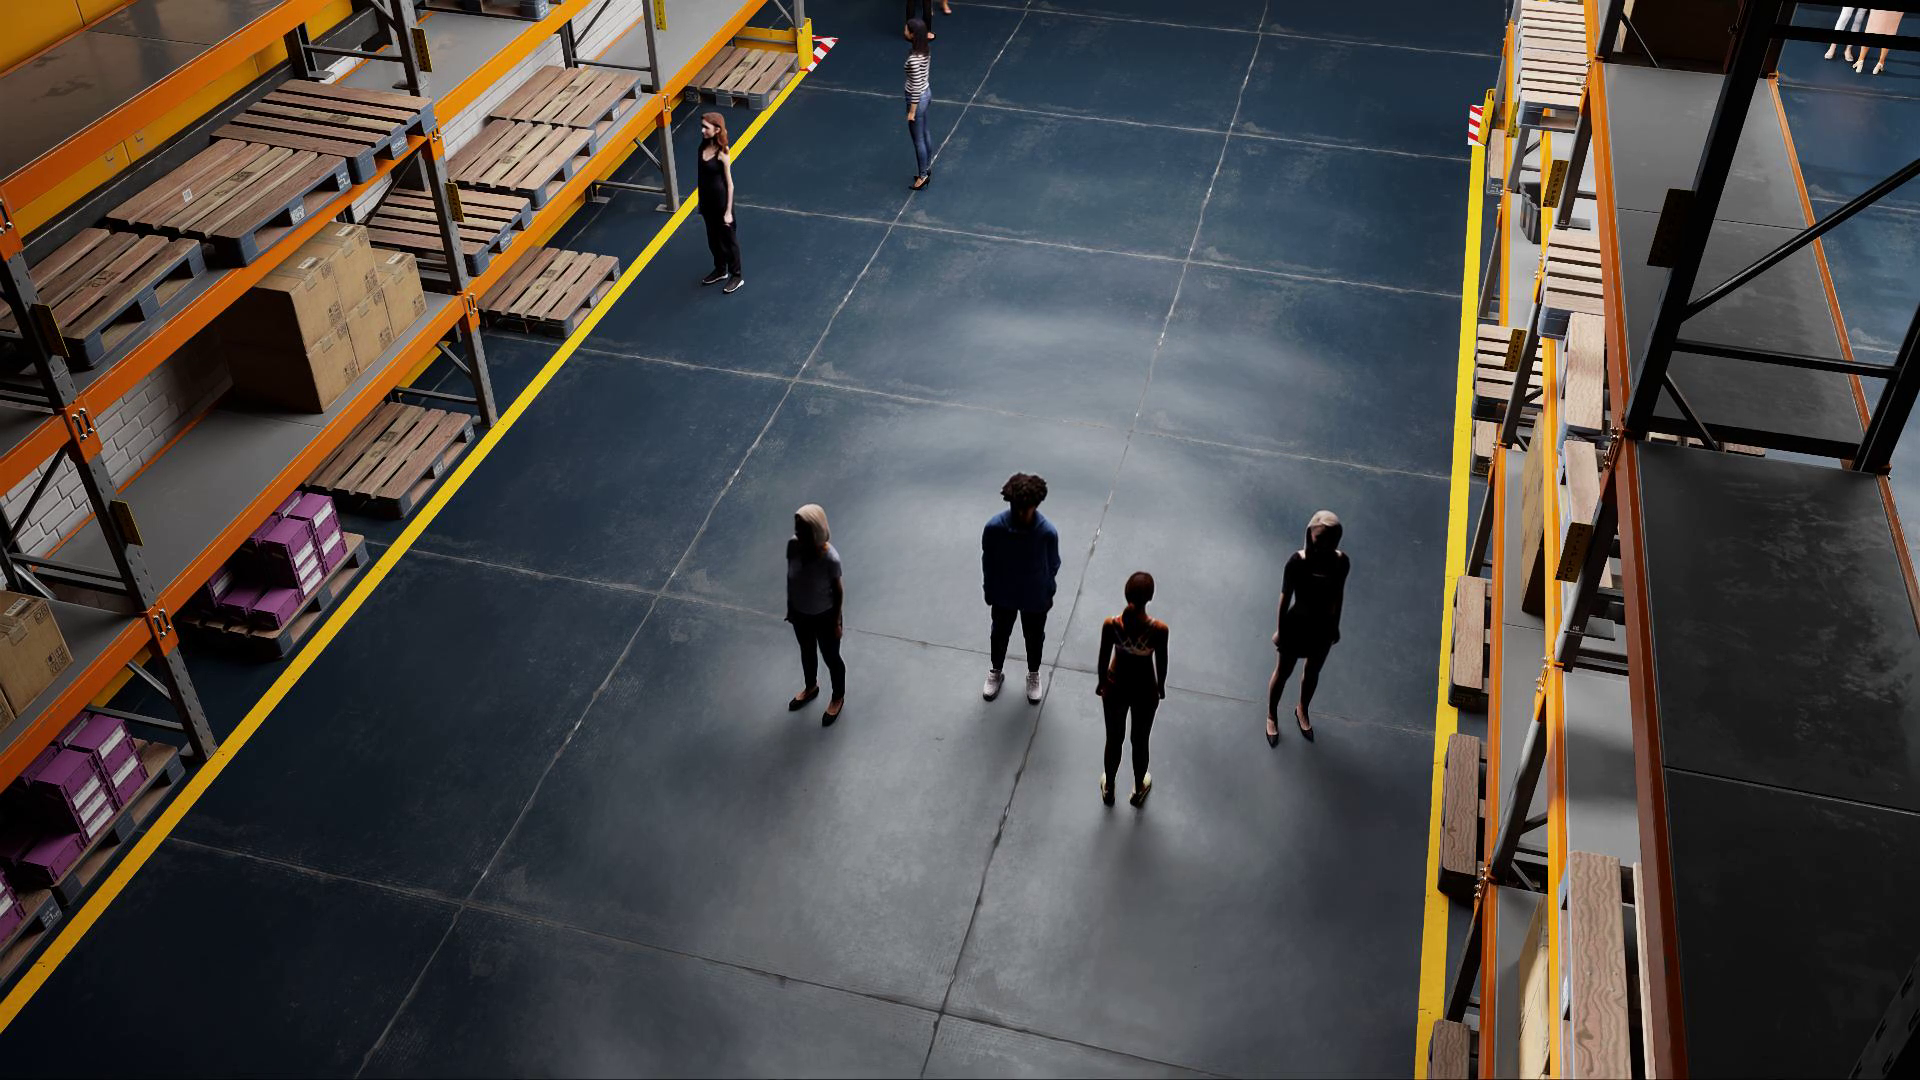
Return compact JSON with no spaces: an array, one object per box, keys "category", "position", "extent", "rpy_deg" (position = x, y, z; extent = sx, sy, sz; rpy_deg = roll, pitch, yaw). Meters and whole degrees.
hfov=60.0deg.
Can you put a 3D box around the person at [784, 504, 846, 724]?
[{"category":"person","position":[-0.942,0.465,10.899],"extent":[0.652,1.722,0.612],"rpy_deg":[22,44,25]}]

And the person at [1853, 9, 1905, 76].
[{"category":"person","position":[10.837,-6.326,19.315],"extent":[0.615,1.832,0.562],"rpy_deg":[16,41,19]}]

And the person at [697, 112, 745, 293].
[{"category":"person","position":[-2.227,-3.144,15.397],"extent":[0.648,1.748,0.647],"rpy_deg":[26,45,29]}]

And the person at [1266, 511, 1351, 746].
[{"category":"person","position":[2.235,0.568,10.684],"extent":[0.659,1.830,0.632],"rpy_deg":[-5,39,-7]}]

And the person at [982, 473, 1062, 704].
[{"category":"person","position":[0.400,0.310,11.022],"extent":[0.689,1.810,0.579],"rpy_deg":[5,39,7]}]

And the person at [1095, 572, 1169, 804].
[{"category":"person","position":[1.049,0.931,10.262],"extent":[0.601,1.789,0.552],"rpy_deg":[6,39,7]}]

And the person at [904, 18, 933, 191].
[{"category":"person","position":[-0.426,-4.451,16.995],"extent":[0.657,1.796,0.424],"rpy_deg":[9,39,10]}]

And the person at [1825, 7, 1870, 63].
[{"category":"person","position":[10.697,-6.535,19.687],"extent":[0.552,1.693,0.552],"rpy_deg":[12,40,14]}]

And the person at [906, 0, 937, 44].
[{"category":"person","position":[-0.497,-6.870,20.084],"extent":[0.571,1.722,0.499],"rpy_deg":[8,39,10]}]
